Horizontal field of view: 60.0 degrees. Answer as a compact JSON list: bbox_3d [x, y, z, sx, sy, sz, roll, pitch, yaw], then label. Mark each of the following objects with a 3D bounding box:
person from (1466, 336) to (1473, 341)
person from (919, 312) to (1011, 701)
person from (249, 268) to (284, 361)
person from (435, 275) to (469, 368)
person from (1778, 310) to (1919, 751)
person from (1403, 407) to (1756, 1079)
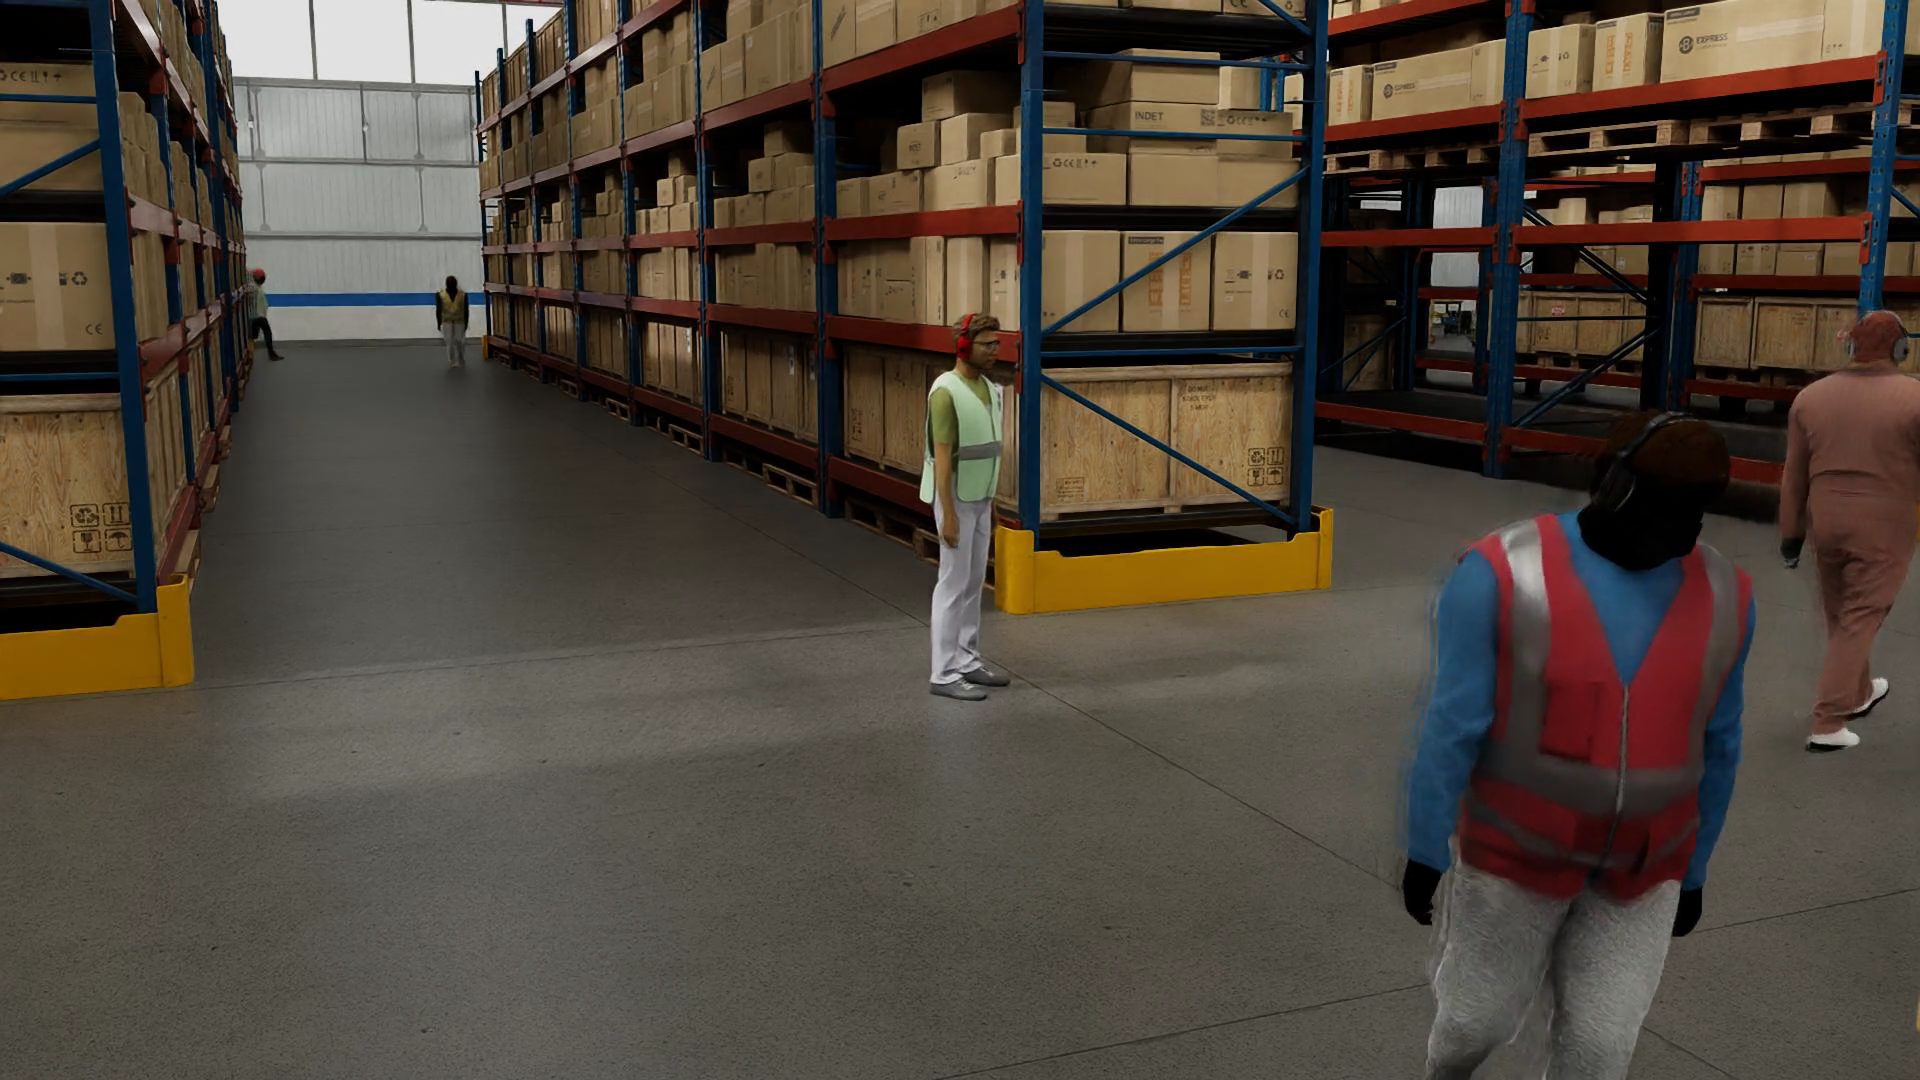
[{"bbox_3d":[13.463,-5.950,42.453,1.000,1.887,0.630,2,10,11],"label":"person"},{"bbox_3d":[0.019,-0.163,7.971,0.395,1.840,0.562,4,10,24],"label":"person"},{"bbox_3d":[-14.748,-4.701,34.776,0.945,1.968,0.618,-4,10,-24],"label":"person"},{"bbox_3d":[-9.913,-4.254,32.534,0.628,1.809,0.813,-4,10,-20],"label":"person"},{"bbox_3d":[3.982,-0.049,7.208,0.971,1.862,0.649,-6,11,-33],"label":"person"},{"bbox_3d":[1.225,0.613,3.412,0.685,1.802,0.729,0,9,3],"label":"person"}]
